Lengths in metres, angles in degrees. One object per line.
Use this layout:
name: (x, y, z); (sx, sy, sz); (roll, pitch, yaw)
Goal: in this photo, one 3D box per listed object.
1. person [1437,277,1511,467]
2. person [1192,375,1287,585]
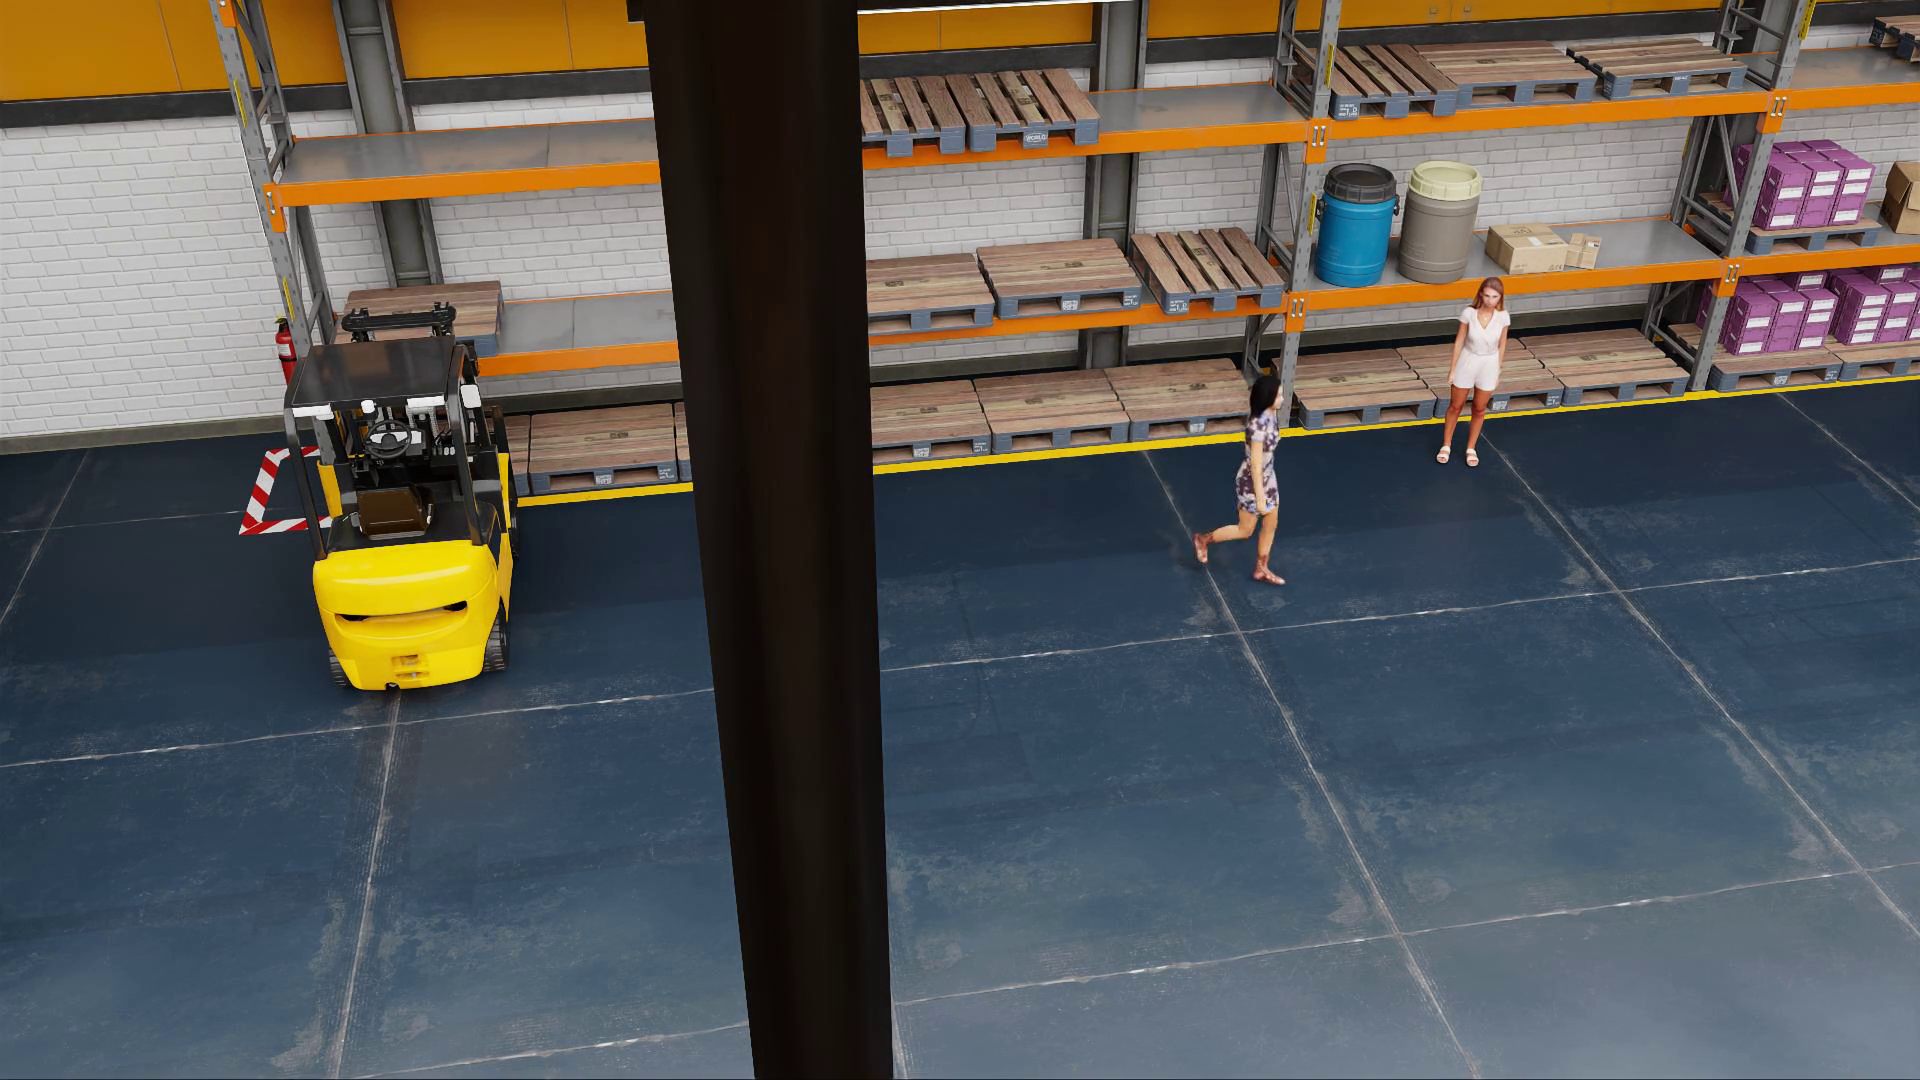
person: (4.289, -1.414, 13.814); (0.596, 1.696, 0.706); (7, 34, 10)
person: (2.118, -0.431, 12.321); (1.052, 1.712, 0.955); (17, 37, 24)
